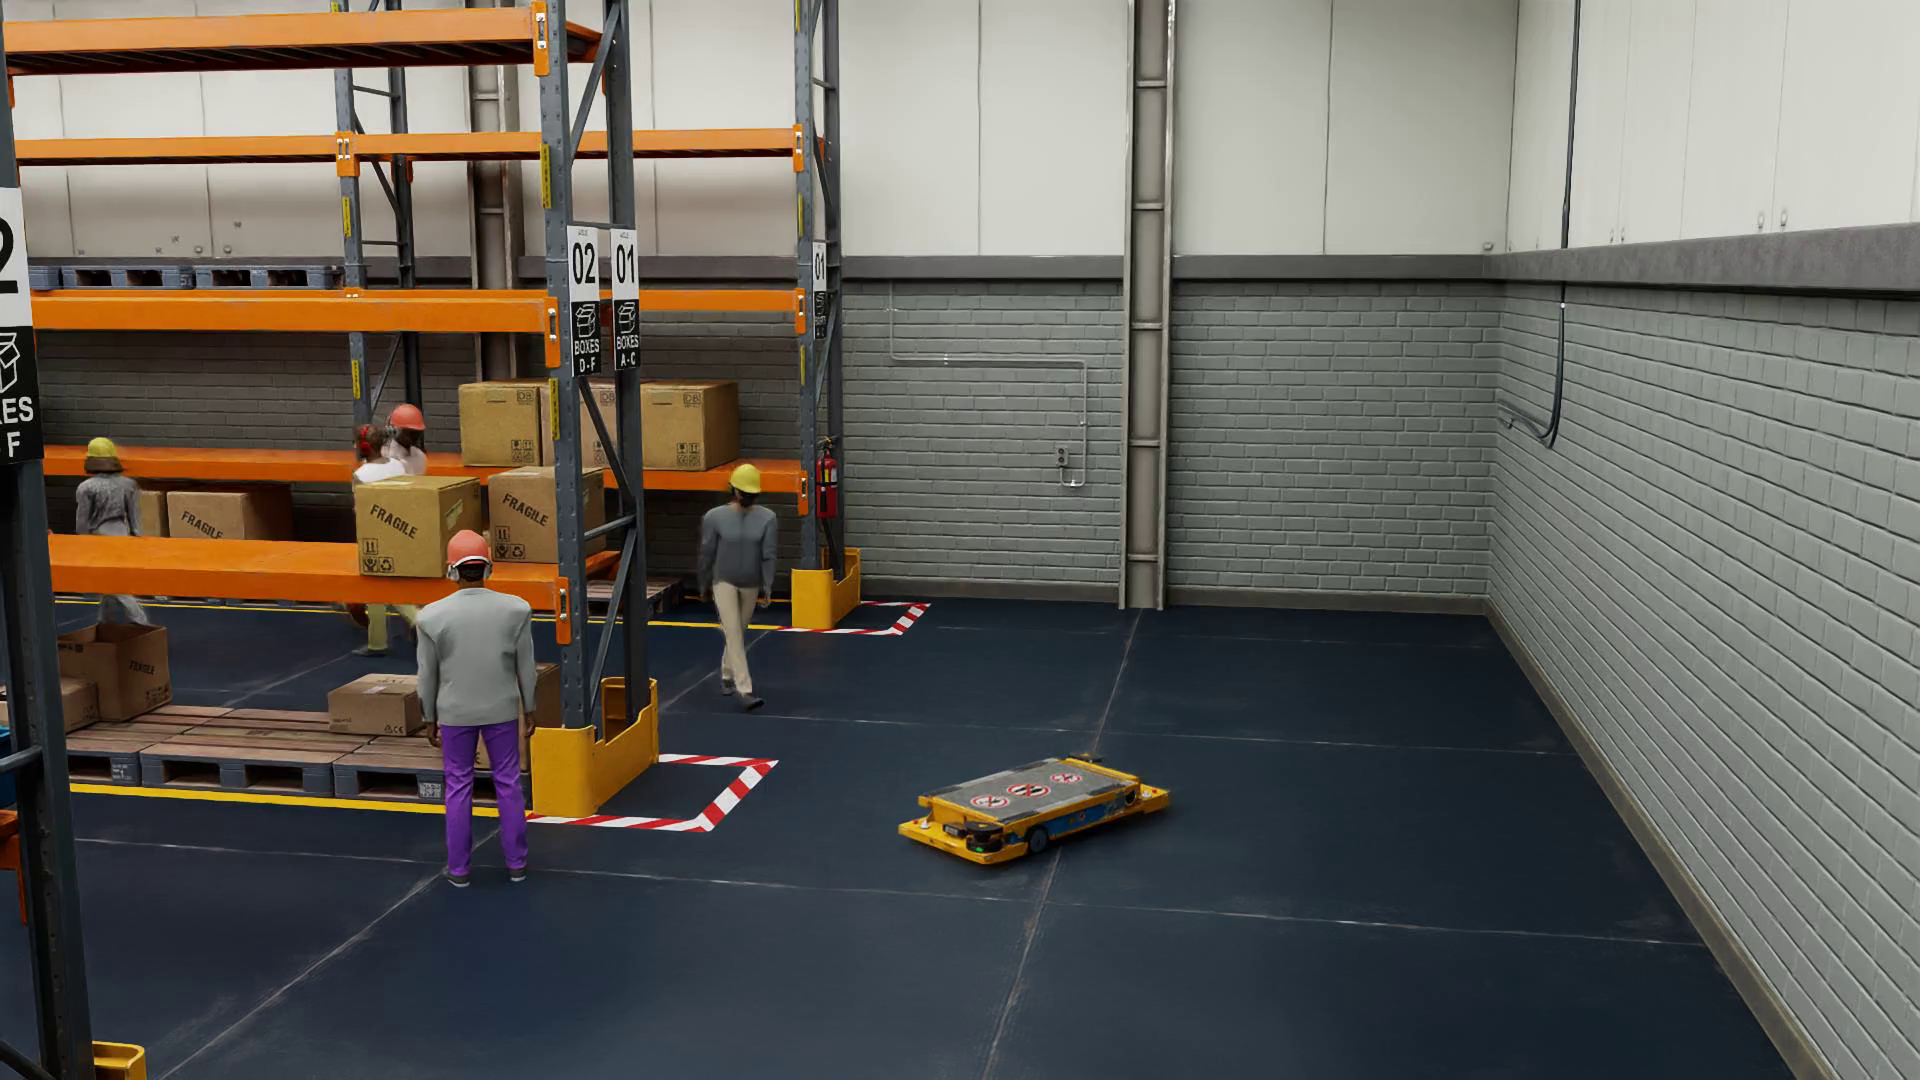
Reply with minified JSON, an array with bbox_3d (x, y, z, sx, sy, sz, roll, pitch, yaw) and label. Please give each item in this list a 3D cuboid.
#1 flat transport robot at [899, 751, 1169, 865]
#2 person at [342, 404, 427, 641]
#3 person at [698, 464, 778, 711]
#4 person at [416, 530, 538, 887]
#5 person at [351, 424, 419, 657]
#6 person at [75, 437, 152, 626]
[{"bbox_3d":[0.419,1.419,8.955,1.431,0.197,0.652,-9,12,-43],"label":"flat transport robot"},{"bbox_3d":[-4.618,-0.135,13.401,0.815,1.954,0.642,4,10,25],"label":"person"},{"bbox_3d":[-1.527,0.305,11.452,0.522,1.686,0.934,-4,10,-23],"label":"person"},{"bbox_3d":[-2.356,0.815,8.144,0.566,1.744,0.344,-3,10,-20],"label":"person"},{"bbox_3d":[-4.447,0.014,12.841,0.517,1.831,0.594,2,9,15],"label":"person"},{"bbox_3d":[-6.645,0.044,13.073,0.897,1.707,0.490,4,10,23],"label":"person"}]
